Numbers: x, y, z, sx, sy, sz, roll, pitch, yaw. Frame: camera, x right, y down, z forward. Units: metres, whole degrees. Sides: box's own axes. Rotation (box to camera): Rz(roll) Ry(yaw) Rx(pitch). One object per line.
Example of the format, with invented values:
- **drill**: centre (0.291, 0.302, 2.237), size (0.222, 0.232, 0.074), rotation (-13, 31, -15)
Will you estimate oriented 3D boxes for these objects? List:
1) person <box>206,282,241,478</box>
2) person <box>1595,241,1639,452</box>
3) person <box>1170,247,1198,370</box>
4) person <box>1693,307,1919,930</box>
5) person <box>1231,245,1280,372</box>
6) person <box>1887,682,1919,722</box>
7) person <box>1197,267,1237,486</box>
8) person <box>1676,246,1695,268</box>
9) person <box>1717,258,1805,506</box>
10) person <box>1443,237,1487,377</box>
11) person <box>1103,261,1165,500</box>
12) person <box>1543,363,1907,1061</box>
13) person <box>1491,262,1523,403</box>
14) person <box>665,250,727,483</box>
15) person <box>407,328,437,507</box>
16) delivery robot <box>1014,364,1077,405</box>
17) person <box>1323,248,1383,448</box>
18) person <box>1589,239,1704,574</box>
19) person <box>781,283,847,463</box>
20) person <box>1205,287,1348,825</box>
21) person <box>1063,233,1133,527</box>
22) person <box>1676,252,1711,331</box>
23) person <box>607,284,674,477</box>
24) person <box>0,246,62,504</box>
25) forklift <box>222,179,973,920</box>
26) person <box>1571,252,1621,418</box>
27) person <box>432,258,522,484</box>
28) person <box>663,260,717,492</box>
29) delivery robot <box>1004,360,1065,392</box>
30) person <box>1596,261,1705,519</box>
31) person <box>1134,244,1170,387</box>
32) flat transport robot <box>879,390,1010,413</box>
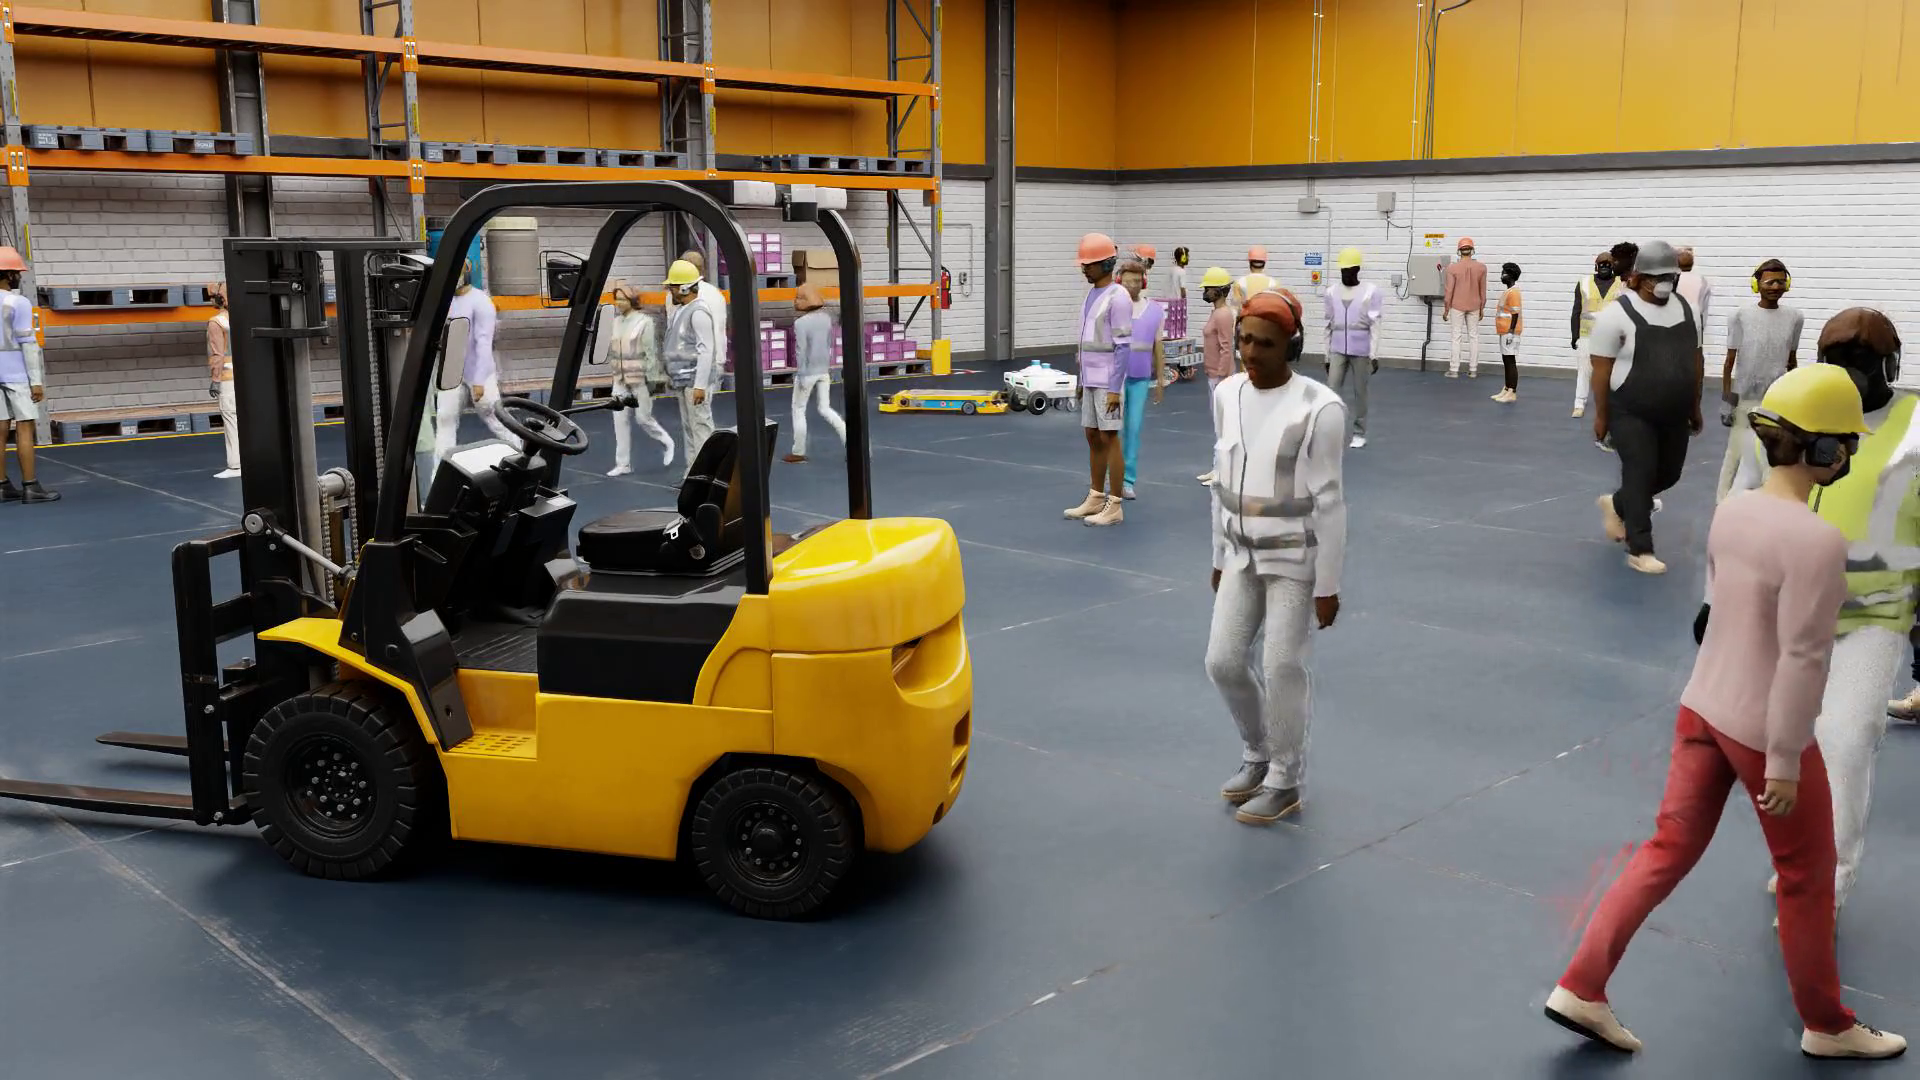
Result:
- **person**: centre (-6.103, -1.335, 13.921), size (0.308, 1.641, 0.514), rotation (1, 10, 3)
- **person**: centre (6.226, -1.808, 15.608), size (0.363, 1.962, 0.612), rotation (2, 11, 12)
- **person**: centre (3.241, -3.447, 24.844), size (0.669, 1.851, 0.540), rotation (-2, 11, -10)
- **person**: centre (2.482, 0.240, 4.871), size (0.797, 1.814, 0.634), rotation (-8, 13, -39)
- **person**: centre (3.400, -2.431, 19.168), size (0.551, 1.910, 0.845), rotation (0, 10, -2)
- **person**: centre (4.171, -0.017, 6.676), size (0.789, 1.661, 0.541), rotation (-2, 11, -10)
- **person**: centre (2.073, -1.298, 13.473), size (0.328, 1.731, 0.530), rotation (1, 10, 3)
- **person**: centre (8.769, -2.675, 20.546), size (0.723, 1.890, 0.643), rotation (6, 12, 29)
- **person**: centre (5.350, -0.935, 11.111), size (0.512, 1.872, 0.330), rotation (1, 10, 3)
- **person**: centre (7.193, -3.307, 23.727), size (0.609, 1.986, 0.391), rotation (-1, 10, -4)
- **person**: centre (1.277, -1.224, 12.788), size (0.604, 1.828, 0.431), rotation (-1, 10, -5)
- **person**: centre (1.875, 0.437, 4.013), size (0.878, 1.727, 0.535), rotation (-1, 10, -6)
- **person**: centre (6.646, -2.509, 20.165), size (0.316, 1.695, 0.541), rotation (2, 11, 9)
- **person**: centre (-2.149, -1.389, 13.515), size (0.597, 1.898, 0.643), rotation (5, 12, 27)
- **person**: centre (-3.183, -0.482, 9.317), size (0.576, 1.614, 0.524), rotation (-6, 12, -29)
- **delivery robot**: centre (0.979, -1.774, 19.017), size (0.707, 0.478, 0.477), rotation (-6, 12, -29)
- **person**: centre (3.687, -1.793, 15.724), size (0.629, 1.919, 0.630), rotation (7, 12, 32)
- **person**: centre (4.167, -0.855, 10.208), size (0.687, 2.000, 0.800), rotation (-3, 11, -14)
- **person**: centre (-1.257, -1.462, 14.689), size (0.704, 1.608, 0.502), rotation (8, 13, 37)
- **person**: centre (1.061, 0.077, 5.631), size (0.455, 1.852, 0.581), rotation (-7, 13, -35)
- **person**: centre (0.965, -1.110, 11.616), size (0.384, 2.035, 0.605), rotation (-4, 11, -21)
- **person**: centre (8.424, -2.449, 19.470), size (0.635, 1.829, 0.430), rotation (0, 10, 1)
- **person**: centre (-2.738, -1.361, 14.106), size (0.525, 1.617, 0.633), rotation (6, 12, 31)
- **person**: centre (-7.158, -1.237, 12.572), size (0.548, 1.937, 0.379), rotation (3, 11, 18)
- **forklift**: centre (-1.114, -0.058, 5.440), size (2.313, 2.155, 1.214), rotation (2, 11, 13)
- **person**: centre (7.079, -2.253, 18.381), size (0.634, 1.839, 0.429), rotation (4, 11, 21)
- **person**: centre (-3.823, -1.280, 12.995), size (0.625, 1.891, 1.044), rotation (8, 13, 36)
- **person**: centre (-2.096, -1.246, 12.918), size (0.404, 1.828, 0.592), rotation (-4, 11, -23)
- **delivery robot**: centre (0.890, -1.865, 19.513), size (0.707, 0.478, 0.477), rotation (-3, 11, -15)
- **person**: centre (4.743, -0.982, 11.348), size (0.603, 1.867, 0.966), rotation (10, 14, 43)
- **person**: centre (2.230, -2.935, 21.954), size (1.105, 1.909, 0.624), rotation (-2, 11, -10)
- **flat transport robot**: centre (-0.166, -1.597, 19.081), size (1.431, 0.197, 0.652), rotation (2, 11, 8)
